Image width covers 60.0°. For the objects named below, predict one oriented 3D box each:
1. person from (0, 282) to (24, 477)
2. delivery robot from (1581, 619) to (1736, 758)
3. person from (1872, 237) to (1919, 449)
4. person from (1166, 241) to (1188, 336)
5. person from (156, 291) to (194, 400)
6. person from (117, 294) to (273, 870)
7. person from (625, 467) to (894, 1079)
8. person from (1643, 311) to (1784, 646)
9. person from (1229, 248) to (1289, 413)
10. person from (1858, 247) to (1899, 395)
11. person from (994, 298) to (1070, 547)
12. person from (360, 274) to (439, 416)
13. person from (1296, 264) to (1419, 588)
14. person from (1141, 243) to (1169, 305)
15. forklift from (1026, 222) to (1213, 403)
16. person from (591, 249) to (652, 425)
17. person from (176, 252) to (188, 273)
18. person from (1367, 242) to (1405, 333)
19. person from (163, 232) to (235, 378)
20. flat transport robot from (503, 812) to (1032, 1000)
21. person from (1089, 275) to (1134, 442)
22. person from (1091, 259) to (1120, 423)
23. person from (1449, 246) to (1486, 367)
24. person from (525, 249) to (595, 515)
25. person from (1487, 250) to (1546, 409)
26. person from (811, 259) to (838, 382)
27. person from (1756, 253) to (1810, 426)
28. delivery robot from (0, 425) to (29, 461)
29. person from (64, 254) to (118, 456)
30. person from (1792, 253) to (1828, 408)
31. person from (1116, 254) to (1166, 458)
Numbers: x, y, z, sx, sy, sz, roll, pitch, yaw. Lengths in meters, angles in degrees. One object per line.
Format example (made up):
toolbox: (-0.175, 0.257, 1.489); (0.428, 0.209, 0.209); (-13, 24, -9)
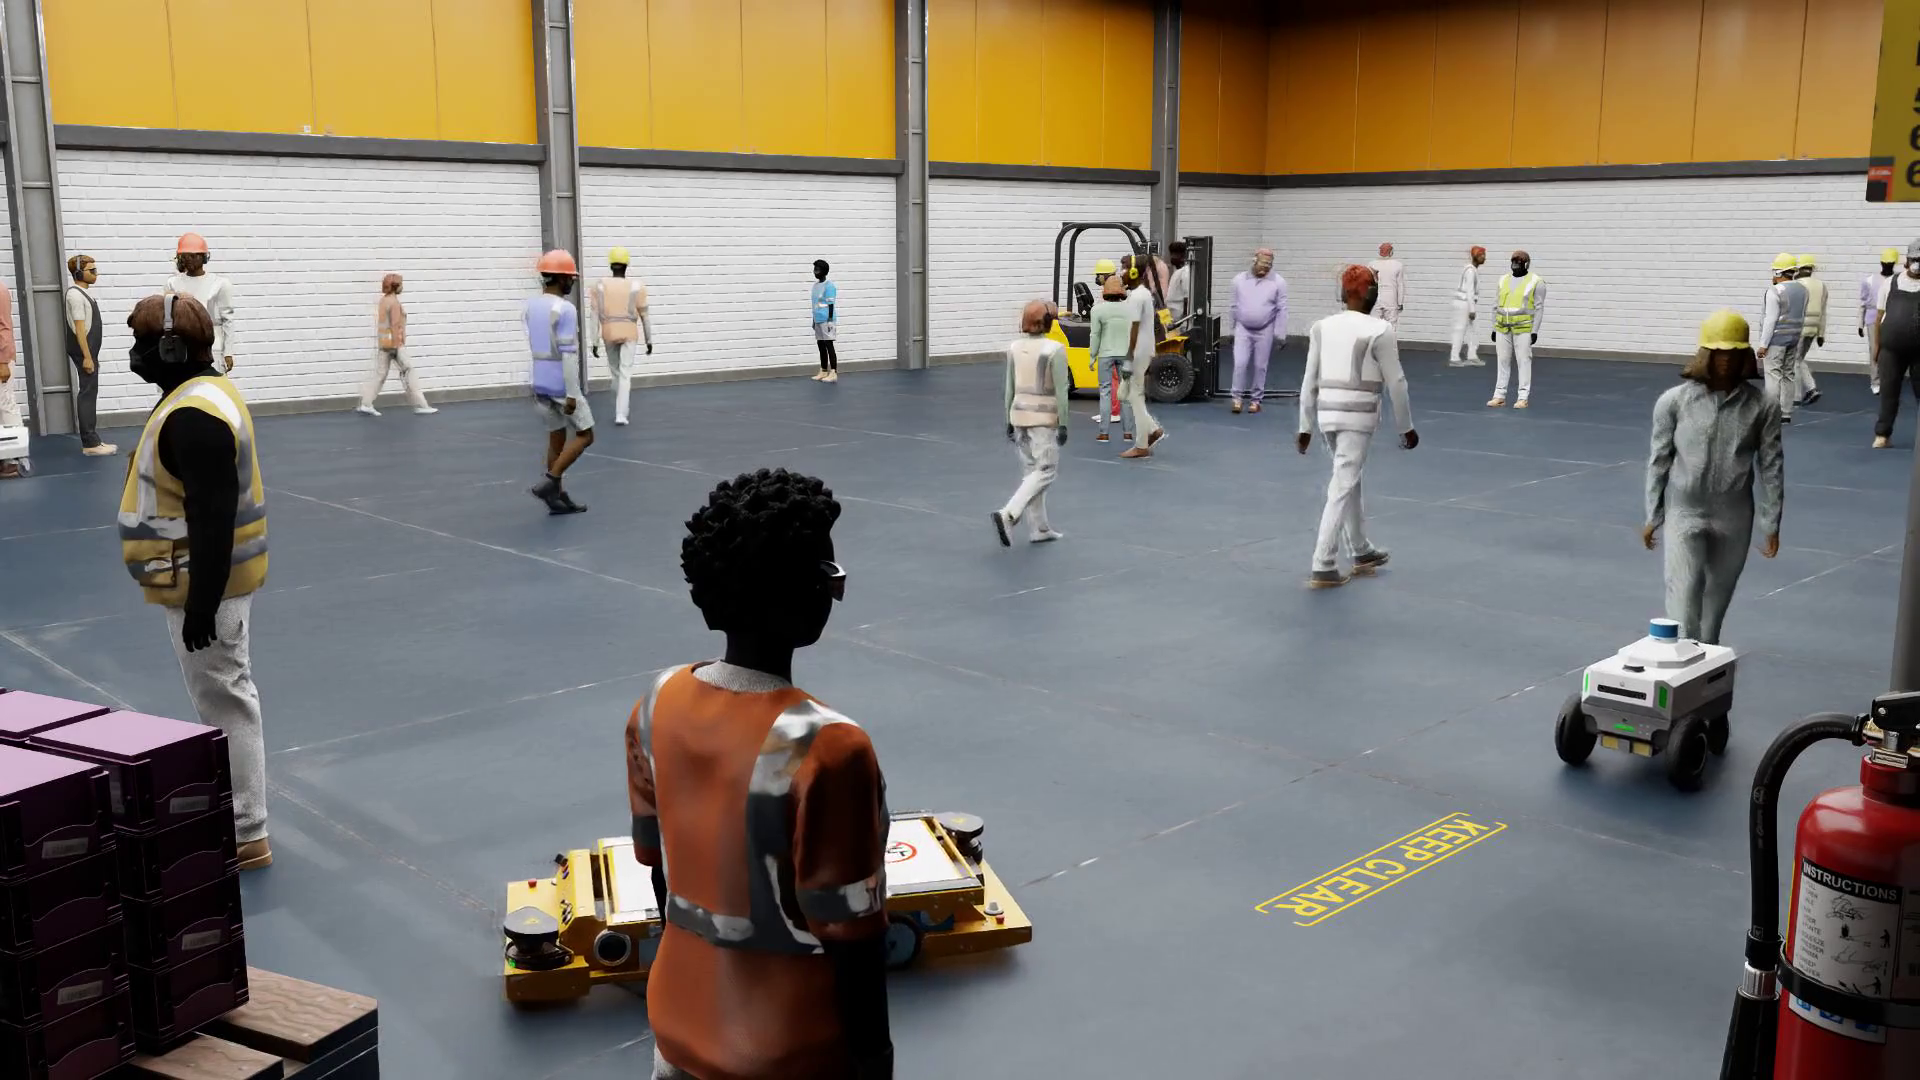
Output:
person: (-8.191, -1.526, 14.021); (0.614, 1.987, 0.407); (7, 12, 34)
delivery robot: (2.682, 0.545, 6.371); (0.477, 0.478, 0.707); (10, 15, 44)
person: (9.114, -1.904, 15.926); (0.695, 2.000, 0.859); (9, 14, 40)
person: (2.893, -2.939, 21.831); (0.495, 1.969, 0.646); (-1, 10, -8)
person: (-5.544, -0.951, 11.855); (0.313, 1.632, 0.512); (-5, 11, -24)
person: (-2.423, 0.146, 5.293); (0.429, 1.842, 0.632); (-4, 11, -22)
person: (-0.275, 0.738, 2.461); (0.319, 1.696, 0.532); (-10, 14, -43)
person: (3.095, -0.068, 6.800); (0.508, 1.701, 0.849); (2, 11, 12)
person: (3.369, -2.346, 18.801); (0.677, 1.870, 0.671); (3, 11, 17)
person: (11.896, -2.837, 21.452); (0.591, 1.885, 0.911); (4, 11, 21)
person: (0.451, -0.750, 10.775); (0.652, 1.619, 0.531); (-9, 14, -42)
person: (-6.381, -2.189, 18.700); (0.845, 1.599, 0.513); (-9, 14, -39)
person: (2.346, -0.666, 9.700); (0.934, 1.841, 0.584); (-7, 12, -33)
person: (3.026, -3.773, 26.488); (0.402, 1.904, 0.649); (-6, 12, -31)
forklift: (1.935, -2.847, 20.651); (2.313, 2.155, 1.214); (2, 11, 13)
person: (-3.648, -2.191, 17.952); (0.612, 1.868, 1.008); (0, 10, -2)
person: (-7.251, -1.831, 15.807); (0.371, 1.941, 0.627); (2, 11, 13)
person: (6.878, -3.858, 26.948); (0.640, 1.908, 0.409); (5, 11, 24)
person: (-6.765, -1.701, 14.803); (0.608, 2.047, 0.365); (-1, 10, -4)
flat transport robot: (-0.568, 1.024, 4.792); (1.431, 0.197, 0.652); (-3, 11, -14)
person: (1.514, -1.777, 16.344); (0.503, 1.631, 0.282); (-1, 10, -5)
person: (1.575, -2.147, 18.003); (0.327, 1.767, 0.533); (-1, 10, -3)
person: (7.872, -3.573, 25.533); (0.668, 1.855, 0.620); (5, 11, 25)
person: (-2.894, -1.110, 11.927); (0.544, 1.925, 0.448); (9, 13, 39)
person: (6.526, -2.469, 19.550); (0.627, 1.846, 0.429); (10, 14, 44)
person: (-1.890, -3.035, 23.048); (0.319, 1.691, 0.535); (-7, 12, -32)
person: (8.666, -2.109, 17.607); (0.589, 1.834, 0.403); (-6, 12, -28)
delivery robot: (-8.070, -0.800, 13.703); (0.477, 0.478, 0.707); (5, 11, 24)
person: (-8.036, -1.699, 15.342); (0.346, 1.847, 0.505); (-4, 11, -23)
person: (9.828, -2.440, 19.488); (0.587, 1.811, 0.424); (-4, 11, -22)
person: (1.598, -1.652, 15.090); (0.394, 1.851, 0.537); (1, 10, 6)
